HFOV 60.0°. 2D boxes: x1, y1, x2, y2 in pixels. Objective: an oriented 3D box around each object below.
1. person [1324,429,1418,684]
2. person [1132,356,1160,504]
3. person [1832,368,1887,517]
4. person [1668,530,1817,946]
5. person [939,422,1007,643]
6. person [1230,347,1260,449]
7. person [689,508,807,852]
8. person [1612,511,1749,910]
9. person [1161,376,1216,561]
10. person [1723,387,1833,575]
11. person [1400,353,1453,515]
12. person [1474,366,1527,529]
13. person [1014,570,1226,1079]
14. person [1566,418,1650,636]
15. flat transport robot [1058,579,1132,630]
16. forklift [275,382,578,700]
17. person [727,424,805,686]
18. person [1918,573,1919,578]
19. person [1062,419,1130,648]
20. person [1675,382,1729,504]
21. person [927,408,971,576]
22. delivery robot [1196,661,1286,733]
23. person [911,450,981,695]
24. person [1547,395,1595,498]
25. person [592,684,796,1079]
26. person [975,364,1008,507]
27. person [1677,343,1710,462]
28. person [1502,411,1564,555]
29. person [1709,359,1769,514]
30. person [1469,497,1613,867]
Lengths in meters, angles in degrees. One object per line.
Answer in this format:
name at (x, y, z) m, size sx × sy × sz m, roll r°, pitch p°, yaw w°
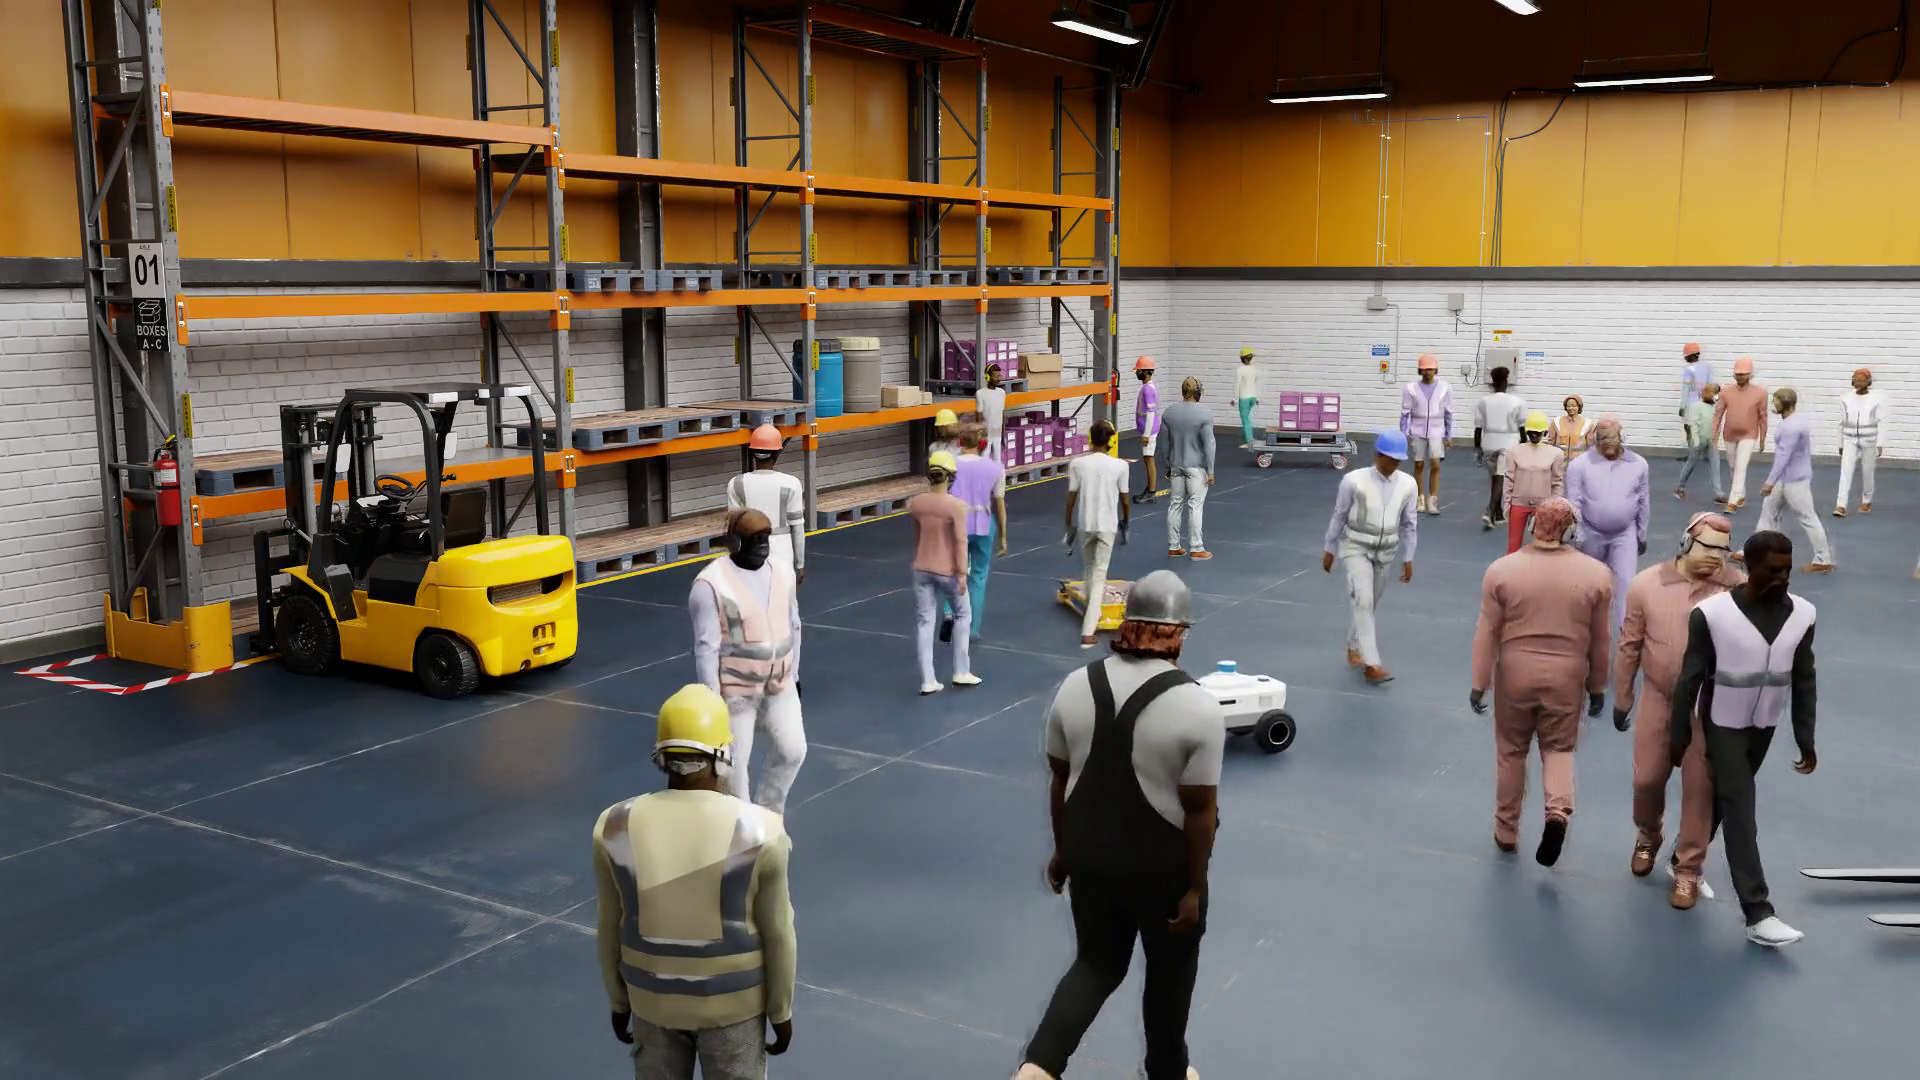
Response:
person at (3.063, 0.100, 12.362) m, size 0.627 × 1.875 × 0.930 m, roll -2°, pitch 9°, yaw -12°
person at (2.430, -1.438, 21.768) m, size 0.374 × 1.939 × 0.545 m, roll 1°, pitch 9°, yaw 8°
person at (11.207, -1.212, 20.699) m, size 0.593 × 1.842 × 0.981 m, roll 8°, pitch 12°, yaw 41°
person at (3.604, 0.863, 7.682) m, size 0.595 × 1.862 × 1.023 m, roll -2°, pitch 9°, yaw -13°
person at (0.067, -0.034, 13.387) m, size 0.621 × 1.817 × 0.570 m, roll 2°, pitch 9°, yaw 9°
person at (4.900, -2.438, 28.609) m, size 0.527 × 1.752 × 0.464 m, roll -7°, pitch 12°, yaw -39°
person at (-1.054, 0.744, 8.493) m, size 0.658 × 1.827 × 0.480 m, roll -7°, pitch 12°, yaw -39°
person at (3.496, 0.796, 8.010) m, size 0.674 × 1.886 × 0.532 m, roll 5°, pitch 10°, yaw 29°
person at (2.404, -0.751, 17.477) m, size 0.636 × 1.938 × 0.354 m, roll 8°, pitch 12°, yaw 41°
person at (8.306, -0.595, 16.714) m, size 1.032 × 1.880 × 0.629 m, roll 3°, pitch 10°, yaw 19°
person at (5.800, -1.301, 20.663) m, size 0.648 × 2.013 × 0.878 m, roll 2°, pitch 9°, yaw 11°
person at (6.371, -1.093, 19.707) m, size 0.613 × 1.918 × 0.968 m, roll 7°, pitch 11°, yaw 37°
person at (0.544, 1.078, 5.749) m, size 0.696 × 2.000 × 0.851 m, roll 7°, pitch 11°, yaw 35°
person at (5.161, -0.025, 13.207) m, size 0.661 × 1.861 × 0.971 m, roll 2°, pitch 9°, yaw 10°
flat transport robot at (1.333, 0.547, 14.570) m, size 0.652 × 0.197 × 1.431 m, roll -2°, pitch 9°, yaw -10°
forklift at (-3.974, -0.067, 12.417) m, size 2.313 × 2.155 × 1.214 m, roll 5°, pitch 11°, yaw 30°
person at (-1.383, 0.136, 11.944) m, size 0.552 × 1.937 × 0.356 m, roll 0°, pitch 9°, yaw 0°
person at (9.688, -0.404, 15.837) m, size 0.618 × 1.787 × 1.007 m, roll -9°, pitch 13°, yaw -43°
person at (1.152, -0.078, 13.638) m, size 0.504 × 1.818 × 0.932 m, roll 4°, pitch 10°, yaw 23°
person at (9.804, -1.287, 21.923) m, size 0.510 × 1.591 × 0.865 m, roll -2°, pitch 9°, yaw -11°
person at (-0.082, -0.417, 16.060) m, size 0.501 × 1.725 × 0.594 m, roll 4°, pitch 10°, yaw 25°
delivery robot at (1.688, 1.008, 10.514) m, size 0.707 × 0.478 × 0.477 m, roll -3°, pitch 10°, yaw -20°
person at (-0.120, 0.228, 11.984) m, size 0.530 × 1.736 × 0.622 m, roll 6°, pitch 11°, yaw 31°
person at (6.942, -0.838, 18.947) m, size 0.512 × 1.642 × 0.311 m, roll 5°, pitch 10°, yaw 26°
person at (-0.766, 1.326, 4.877) m, size 0.593 × 1.826 × 0.403 m, roll 1°, pitch 9°, yaw 7°
person at (0.400, -1.327, 21.338) m, size 0.509 × 1.860 × 0.318 m, roll -8°, pitch 12°, yaw -41°
person at (11.719, -2.173, 26.472) m, size 0.638 × 1.914 × 0.510 m, roll -4°, pitch 10°, yaw -25°
person at (5.245, -0.304, 15.261) m, size 0.523 × 1.759 × 0.335 m, roll 3°, pitch 10°, yaw 17°
person at (9.869, -1.324, 21.088) m, size 0.630 × 1.941 × 1.053 m, roll 8°, pitch 12°, yaw 39°
person at (2.942, 0.726, 8.439) m, size 0.688 × 1.884 × 0.665 m, roll 2°, pitch 9°, yaw 14°
